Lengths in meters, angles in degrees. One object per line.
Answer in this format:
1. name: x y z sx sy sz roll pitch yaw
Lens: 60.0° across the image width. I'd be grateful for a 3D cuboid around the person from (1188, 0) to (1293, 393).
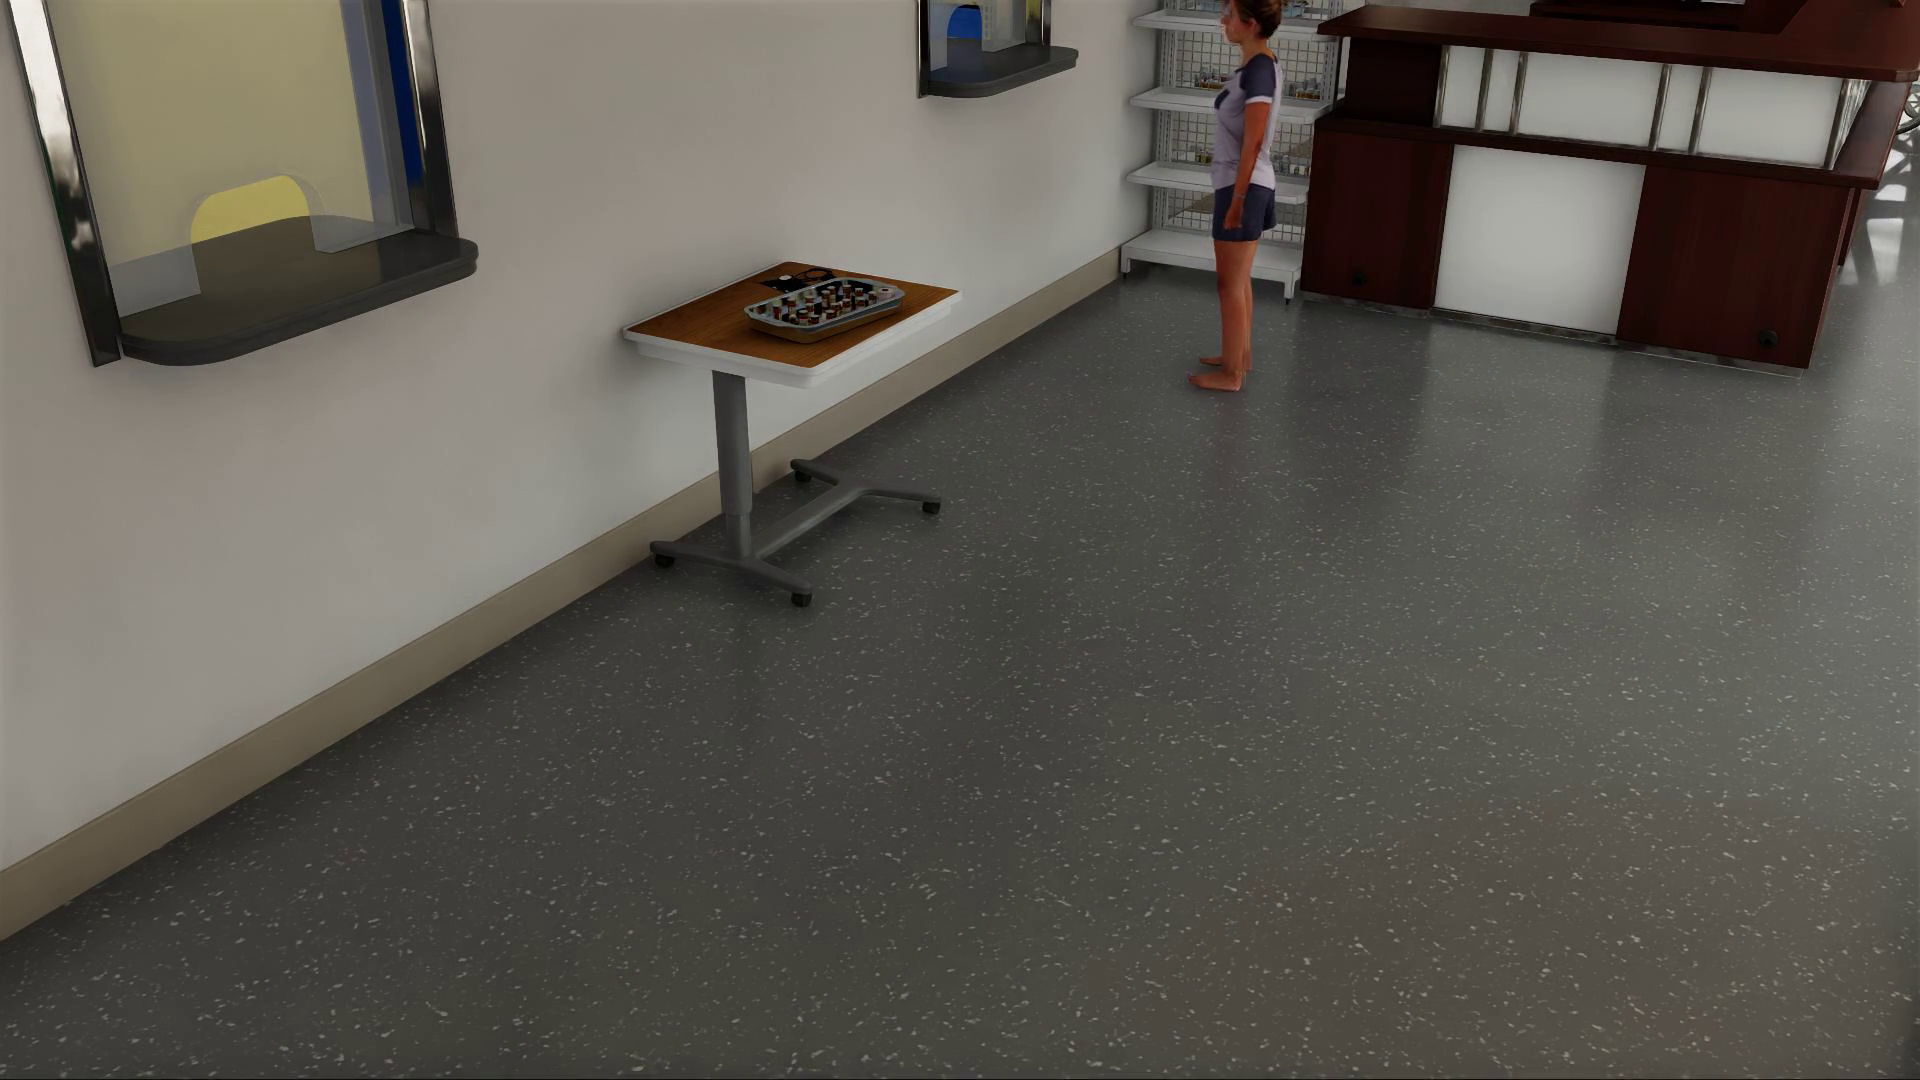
1. person: 1.157 -1.423 6.798 0.620 1.625 0.628 8 27 16
